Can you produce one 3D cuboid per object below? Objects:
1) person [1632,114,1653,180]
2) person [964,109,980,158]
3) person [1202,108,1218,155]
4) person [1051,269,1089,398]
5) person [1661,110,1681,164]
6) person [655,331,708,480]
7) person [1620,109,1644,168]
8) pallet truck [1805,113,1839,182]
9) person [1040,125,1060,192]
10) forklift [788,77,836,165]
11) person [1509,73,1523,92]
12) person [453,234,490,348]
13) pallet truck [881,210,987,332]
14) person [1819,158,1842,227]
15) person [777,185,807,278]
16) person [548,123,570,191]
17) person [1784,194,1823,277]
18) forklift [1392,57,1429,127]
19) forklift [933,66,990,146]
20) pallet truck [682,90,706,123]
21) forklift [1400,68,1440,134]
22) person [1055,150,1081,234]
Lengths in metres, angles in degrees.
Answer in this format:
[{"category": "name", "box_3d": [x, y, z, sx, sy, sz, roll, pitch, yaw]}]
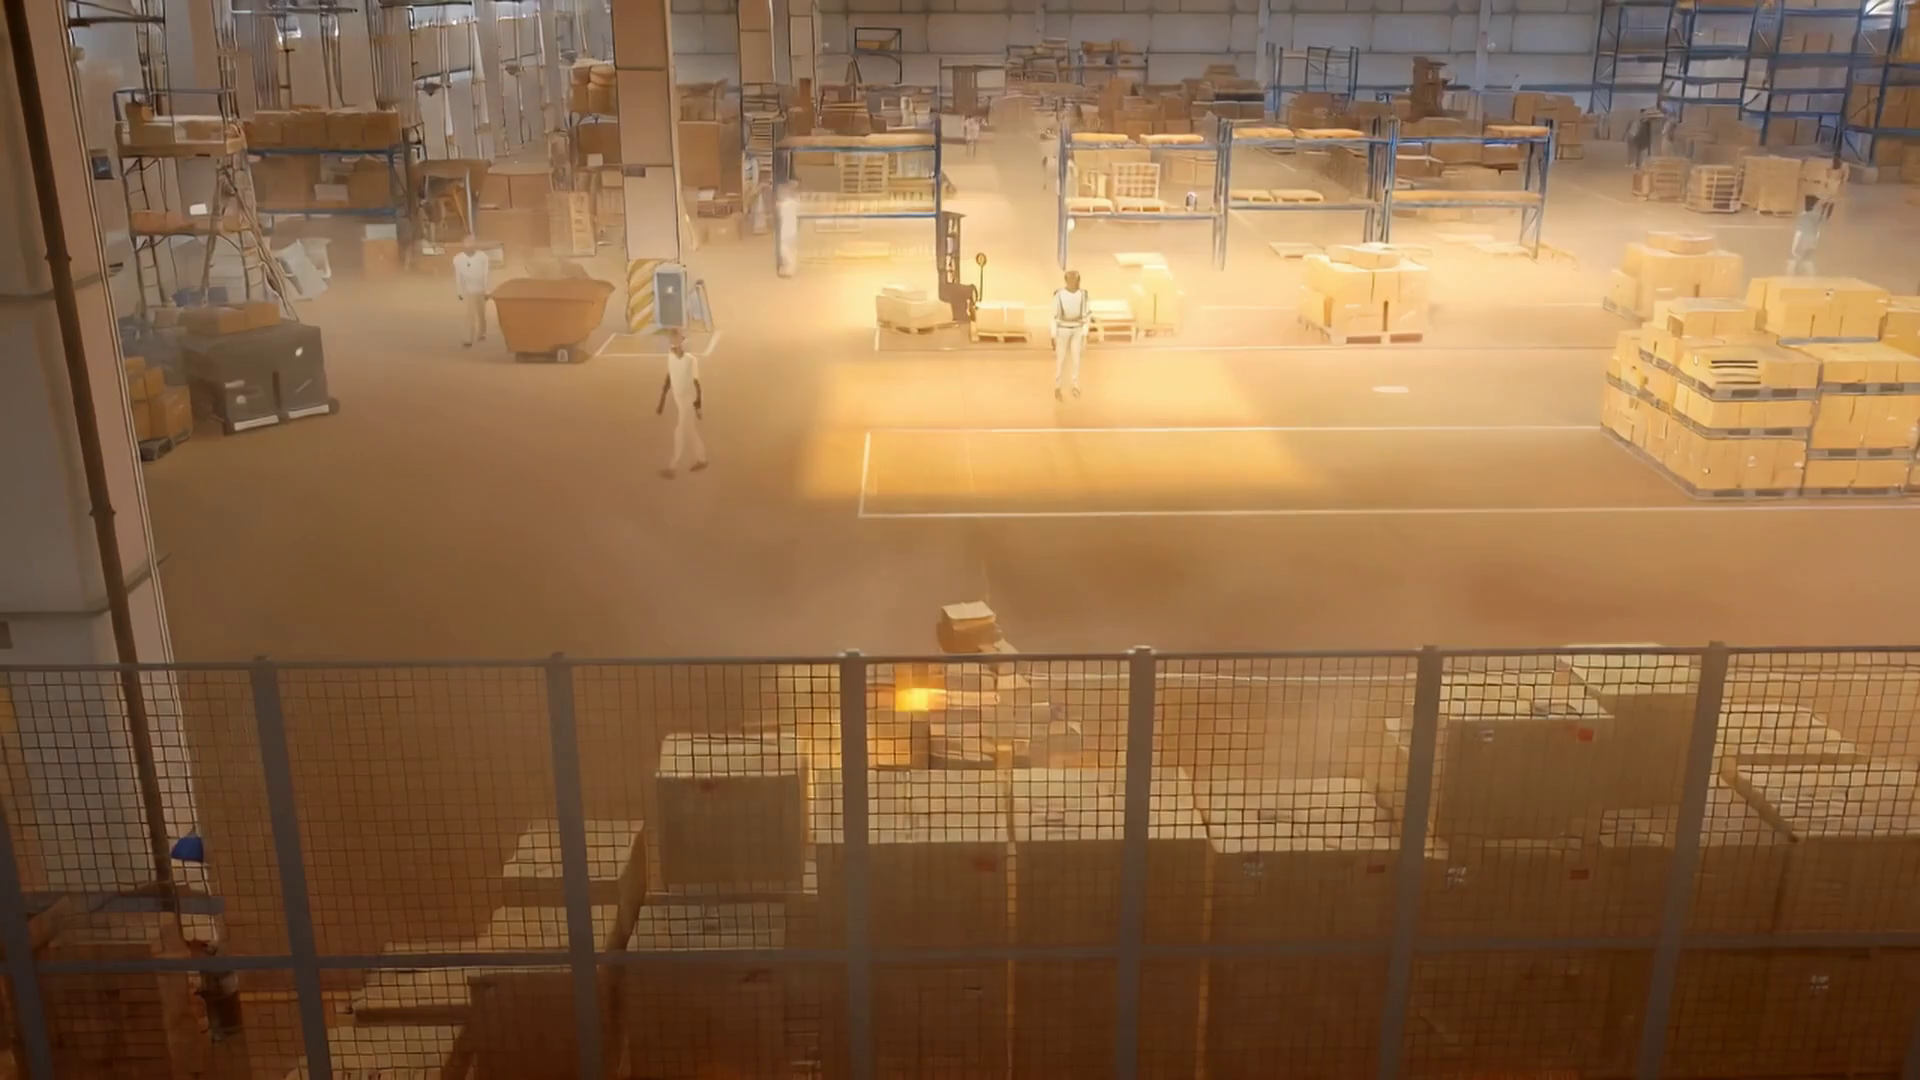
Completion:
[{"category": "person", "box_3d": [20.887, -11.988, 50.797, 0.388, 1.992, 0.625, -3, 19, -8]}, {"category": "person", "box_3d": [0.418, -13.986, 57.246, 0.570, 1.670, 0.462, -9, 20, -24]}, {"category": "person", "box_3d": [8.047, -12.972, 53.805, 0.628, 1.940, 0.373, -12, 22, -31]}, {"category": "person", "box_3d": [1.610, -3.028, 24.387, 0.572, 1.886, 0.355, -3, 19, -9]}, {"category": "person", "box_3d": [23.362, -13.210, 54.691, 0.650, 1.825, 0.631, 1, 19, 2]}, {"category": "person", "box_3d": [-3.479, -1.660, 20.429, 0.932, 1.825, 0.506, -17, 25, -41]}, {"category": "person", "box_3d": [21.921, -13.089, 54.228, 0.565, 1.891, 0.703, -6, 20, -17]}, {"category": "pallet truck", "box_3d": [26.403, -11.957, 50.702, 0.823, 1.965, 1.885, 6, 19, 16]}, {"category": "person", "box_3d": [2.604, -11.104, 48.365, 0.639, 1.896, 1.049, -4, 19, -10]}, {"category": "forklift", "box_3d": [-5.106, -13.900, 55.106, 1.873, 2.768, 1.129, -1, 19, -1]}, {"category": "person", "box_3d": [24.843, -19.897, 74.350, 0.553, 1.935, 0.364, 8, 20, 23]}, {"category": "person", "box_3d": [-8.158, -4.202, 27.908, 0.594, 1.883, 1.035, -1, 19, -3]}, {"category": "pallet truck", "box_3d": [-0.493, -4.759, 29.349, 1.885, 1.965, 0.823, -13, 23, -34]}, {"category": "person", "box_3d": [21.671, -8.657, 41.391, 0.531, 1.691, 0.320, -8, 20, -21]}, {"category": "person", "box_3d": [-3.471, -6.297, 34.017, 0.560, 1.922, 0.633, 4, 19, 11]}, {"category": "person", "box_3d": [-11.703, -11.175, 48.510, 0.623, 1.905, 0.610, -8, 20, -22]}, {"category": "person", "box_3d": [16.522, -5.799, 32.572, 0.620, 1.905, 1.012, -3, 19, -9]}, {"category": "forklift", "box_3d": [18.980, -18.498, 68.746, 1.873, 2.768, 1.129, -1, 19, -1]}, {"category": "forklift", "box_3d": [0.030, -16.139, 61.749, 1.873, 2.768, 1.129, -10, 21, -28]}, {"category": "pallet truck", "box_3d": [-9.671, -15.907, 62.421, 0.823, 1.965, 1.885, 5, 19, 15]}, {"category": "forklift", "box_3d": [16.977, -15.887, 61.000, 1.129, 2.768, 1.873, -1, 19, -2]}, {"category": "person", "box_3d": [2.550, -8.455, 40.246, 0.688, 2.000, 0.538, -17, 25, -41]}]
